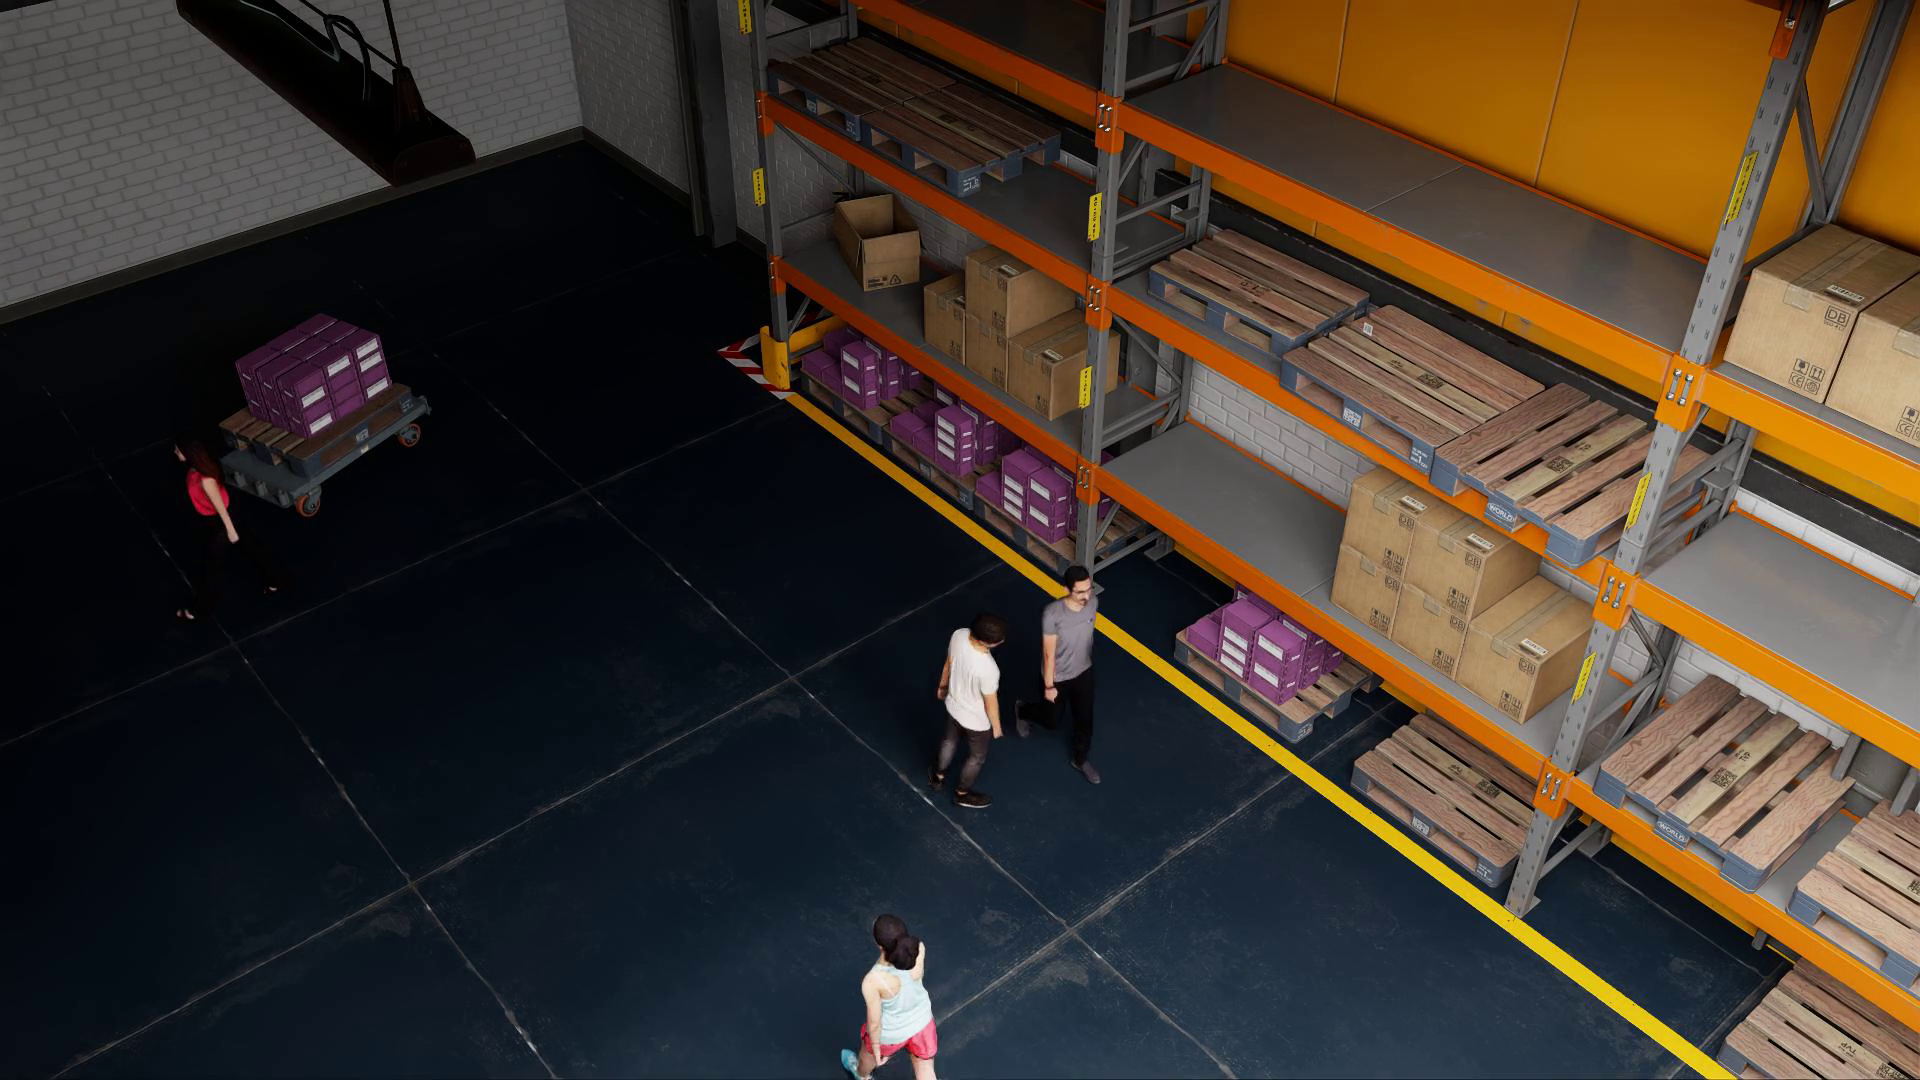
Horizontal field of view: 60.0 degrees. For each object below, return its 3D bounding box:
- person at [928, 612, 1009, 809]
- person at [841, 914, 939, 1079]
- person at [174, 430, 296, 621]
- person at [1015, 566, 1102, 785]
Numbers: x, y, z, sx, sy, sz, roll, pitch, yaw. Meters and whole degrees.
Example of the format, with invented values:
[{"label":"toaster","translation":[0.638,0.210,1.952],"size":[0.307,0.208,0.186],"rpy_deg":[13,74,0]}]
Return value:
[{"label":"person","translation":[0.006,1.073,10.779],"size":[0.876,1.686,0.549],"rpy_deg":[-32,48,-33]},{"label":"person","translation":[-0.254,2.636,8.796],"size":[0.672,1.718,1.225],"rpy_deg":[-24,44,-27]},{"label":"person","translation":[-5.393,-0.128,12.346],"size":[0.878,1.607,1.105],"rpy_deg":[-15,41,-18]},{"label":"person","translation":[0.650,0.827,11.050],"size":[0.687,1.733,1.013],"rpy_deg":[-22,44,-25]}]
